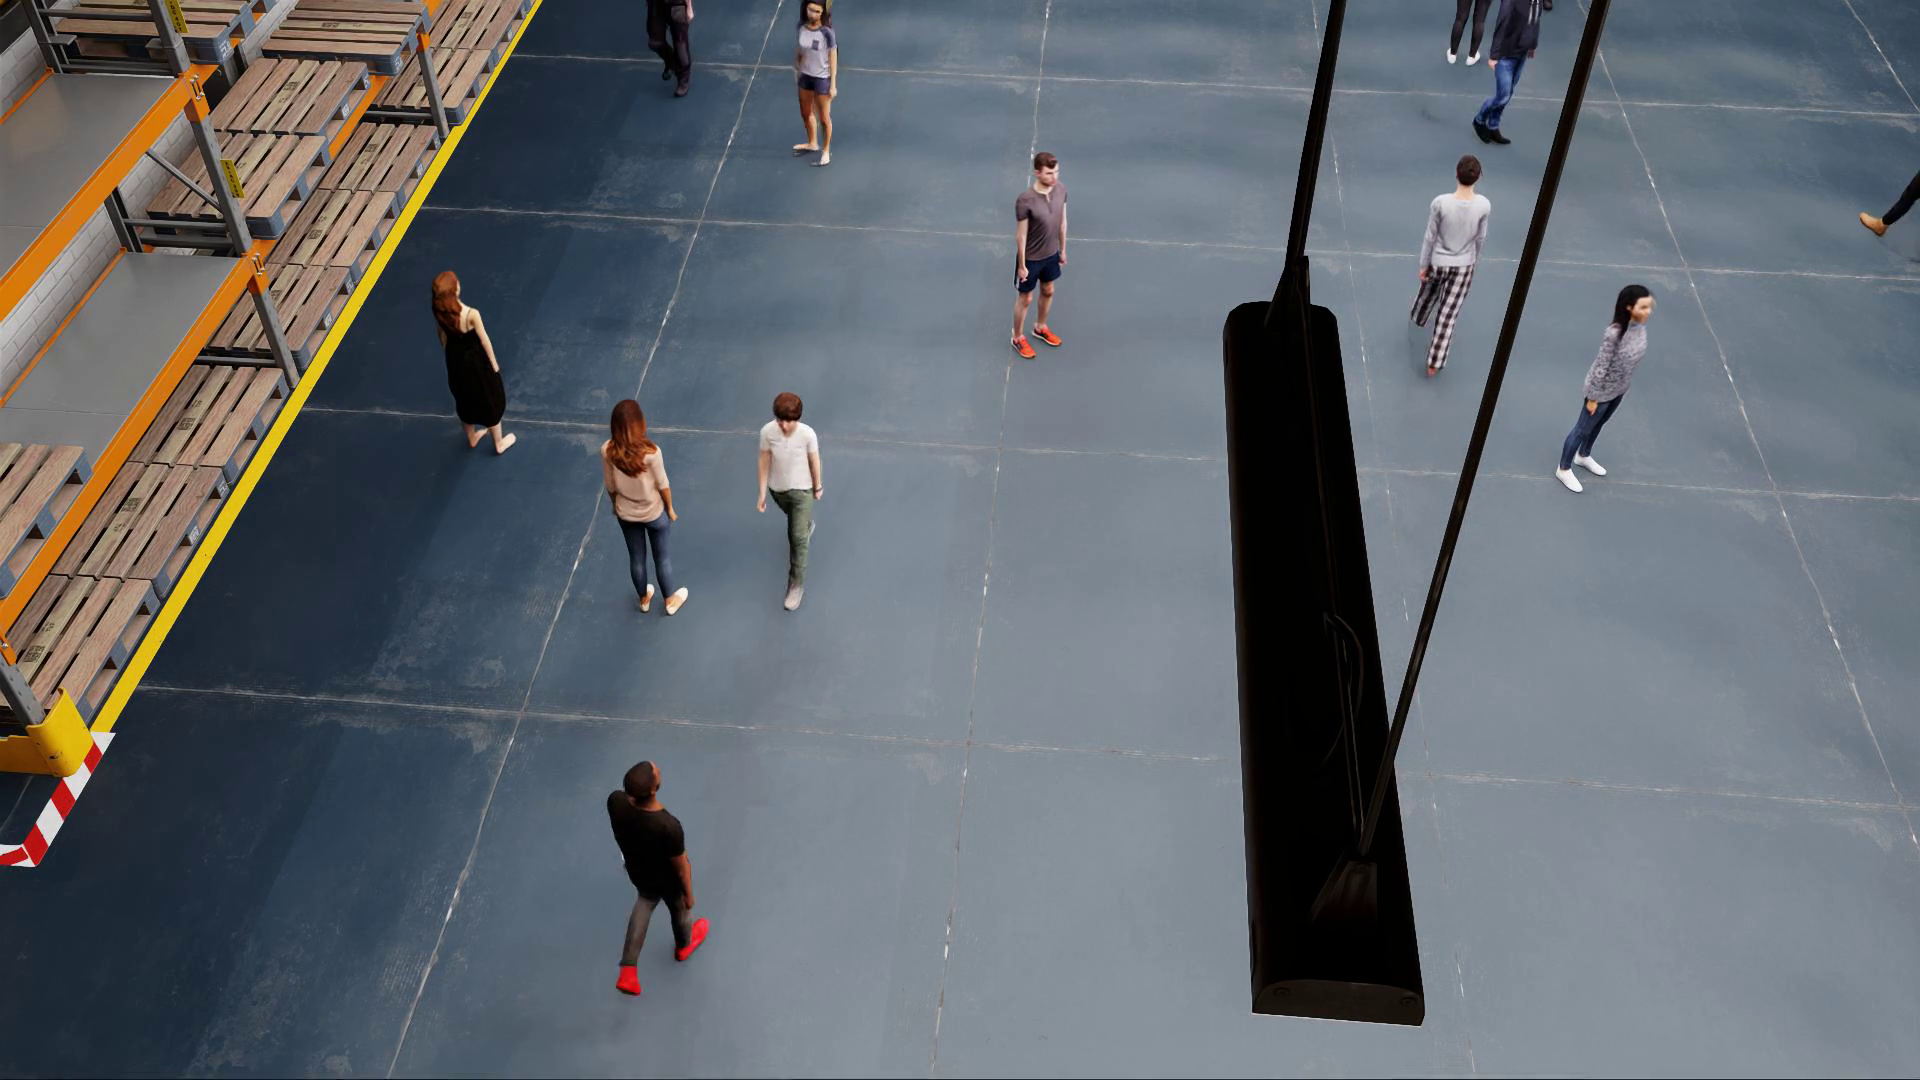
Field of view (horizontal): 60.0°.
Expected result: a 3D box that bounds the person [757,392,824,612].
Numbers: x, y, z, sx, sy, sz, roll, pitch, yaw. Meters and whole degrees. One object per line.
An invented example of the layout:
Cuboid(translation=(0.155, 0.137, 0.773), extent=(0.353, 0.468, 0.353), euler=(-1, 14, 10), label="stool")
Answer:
Cuboid(translation=(-1.162, -0.410, 11.598), extent=(0.676, 1.614, 1.161), euler=(9, 44, 9), label="person")

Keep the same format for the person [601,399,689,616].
Cuboid(translation=(-2.156, -0.198, 11.249), extent=(0.606, 1.789, 0.535), euler=(7, 44, 7), label="person")

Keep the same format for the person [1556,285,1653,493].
Cuboid(translation=(4.780, -1.150, 12.289), extent=(0.679, 1.731, 0.734), euler=(-29, 51, -27), label="person")

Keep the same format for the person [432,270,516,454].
Cuboid(translation=(-3.719, -1.340, 12.567), extent=(0.614, 1.624, 0.625), euler=(12, 45, 12), label="person")

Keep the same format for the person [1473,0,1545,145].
Cuboid(translation=(5.207, -4.694, 15.903), extent=(0.812, 1.879, 0.861), euler=(-27, 50, -25), label="person")

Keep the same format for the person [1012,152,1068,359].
Cuboid(translation=(0.633, -2.318, 13.431), extent=(0.715, 1.848, 0.758), euler=(-26, 50, -25), label="person")

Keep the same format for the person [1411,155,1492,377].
Cuboid(translation=(3.925, -2.147, 13.288), extent=(0.754, 1.798, 1.203), euler=(10, 44, 10), label="person")

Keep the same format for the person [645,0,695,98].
Cuboid(translation=(-2.889, -5.398, 16.673), extent=(0.773, 1.836, 0.761), euler=(10, 44, 10), label="person")

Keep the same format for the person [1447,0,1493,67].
Cuboid(translation=(5.318, -5.708, 17.106), extent=(0.657, 1.687, 0.617), euler=(14, 45, 14), label="person")

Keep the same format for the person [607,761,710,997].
Cuboid(translation=(-1.713, 1.864, 9.082), extent=(0.868, 1.793, 1.066), euler=(19, 47, 19), label="person")

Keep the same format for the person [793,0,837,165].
Cuboid(translation=(-1.378, -4.355, 15.664), extent=(0.757, 1.717, 0.682), euler=(32, 52, 29), label="person")
